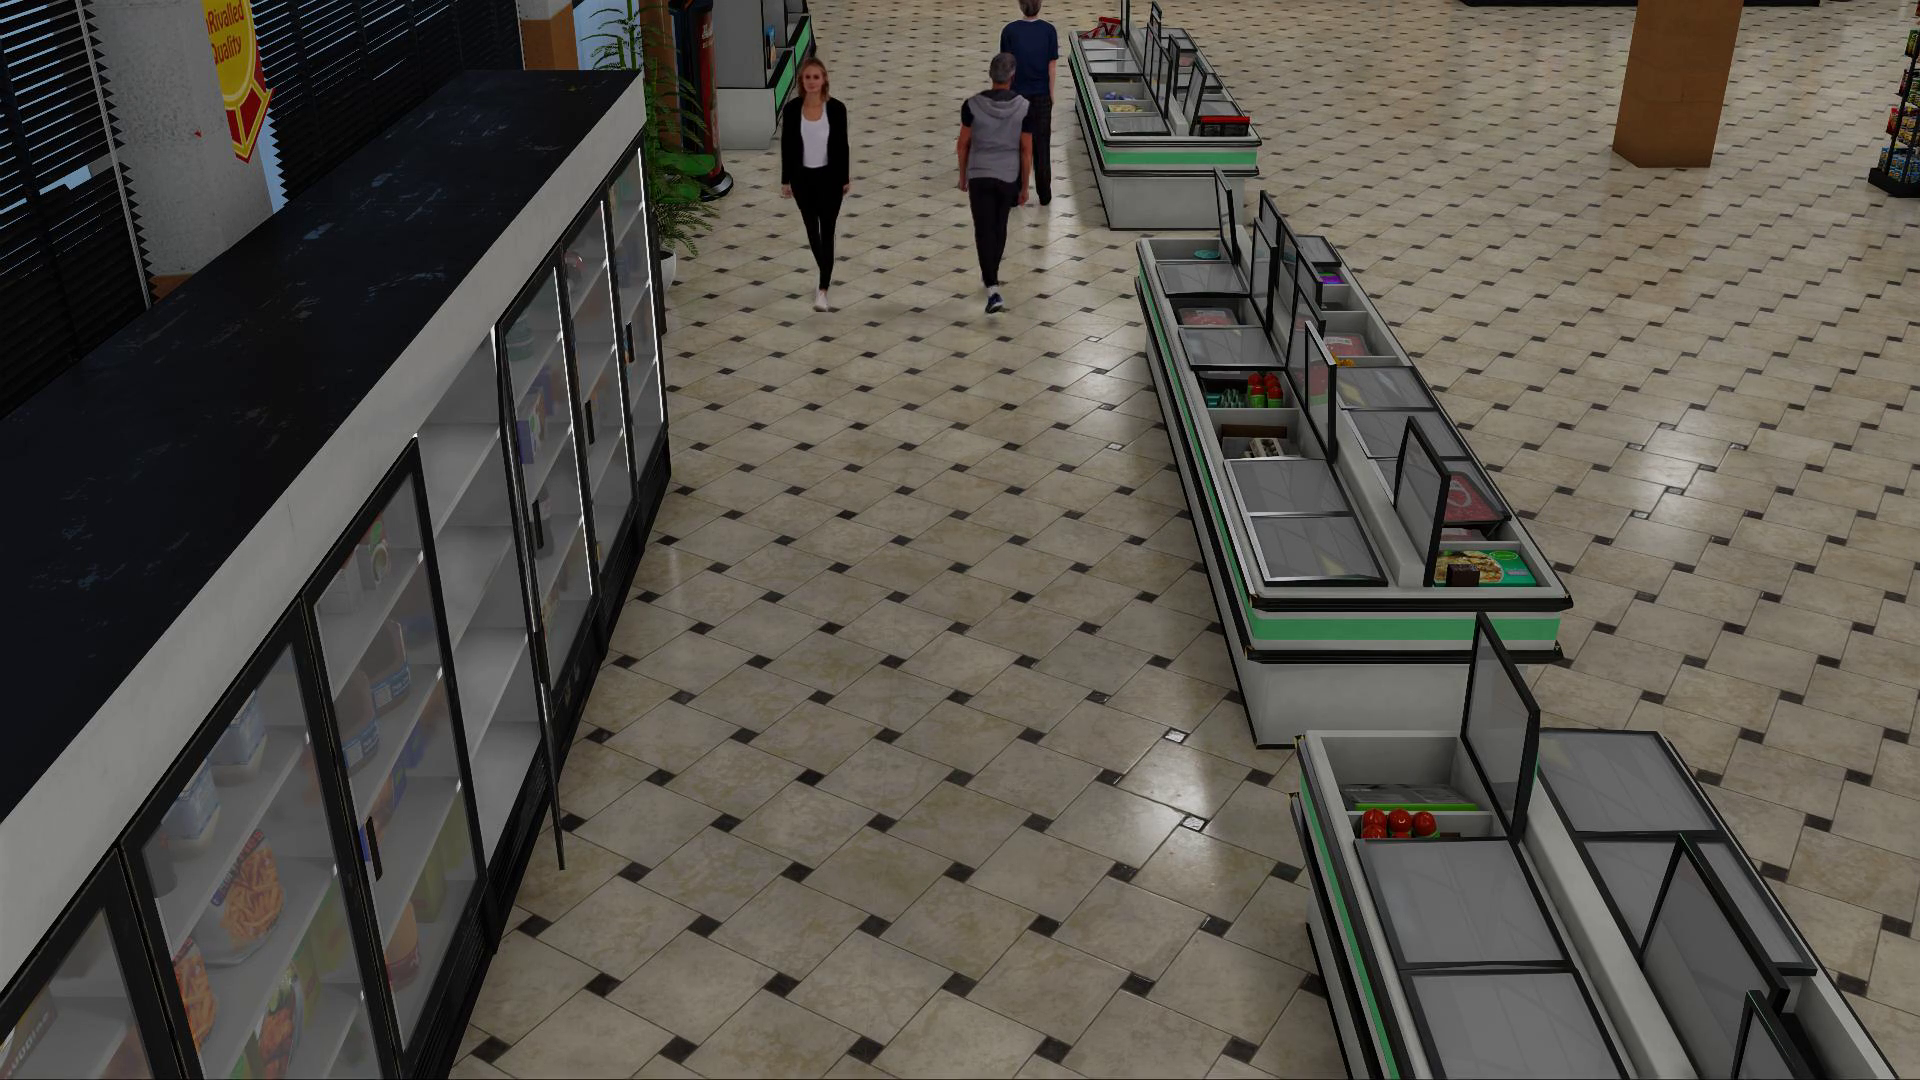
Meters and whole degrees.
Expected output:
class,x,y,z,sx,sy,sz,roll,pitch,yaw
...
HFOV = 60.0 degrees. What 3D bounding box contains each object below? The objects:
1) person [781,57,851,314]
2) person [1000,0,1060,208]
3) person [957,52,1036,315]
class,x,y,z,sx,sy,sz,roll,pitch,yaw
person,-1.028,-2.562,12.018,0.667,1.746,1.167,1,27,3
person,0.599,-3.826,14.371,0.678,1.871,0.570,-3,27,-5
person,0.252,-2.494,11.852,0.831,1.775,1.272,-5,27,-9
